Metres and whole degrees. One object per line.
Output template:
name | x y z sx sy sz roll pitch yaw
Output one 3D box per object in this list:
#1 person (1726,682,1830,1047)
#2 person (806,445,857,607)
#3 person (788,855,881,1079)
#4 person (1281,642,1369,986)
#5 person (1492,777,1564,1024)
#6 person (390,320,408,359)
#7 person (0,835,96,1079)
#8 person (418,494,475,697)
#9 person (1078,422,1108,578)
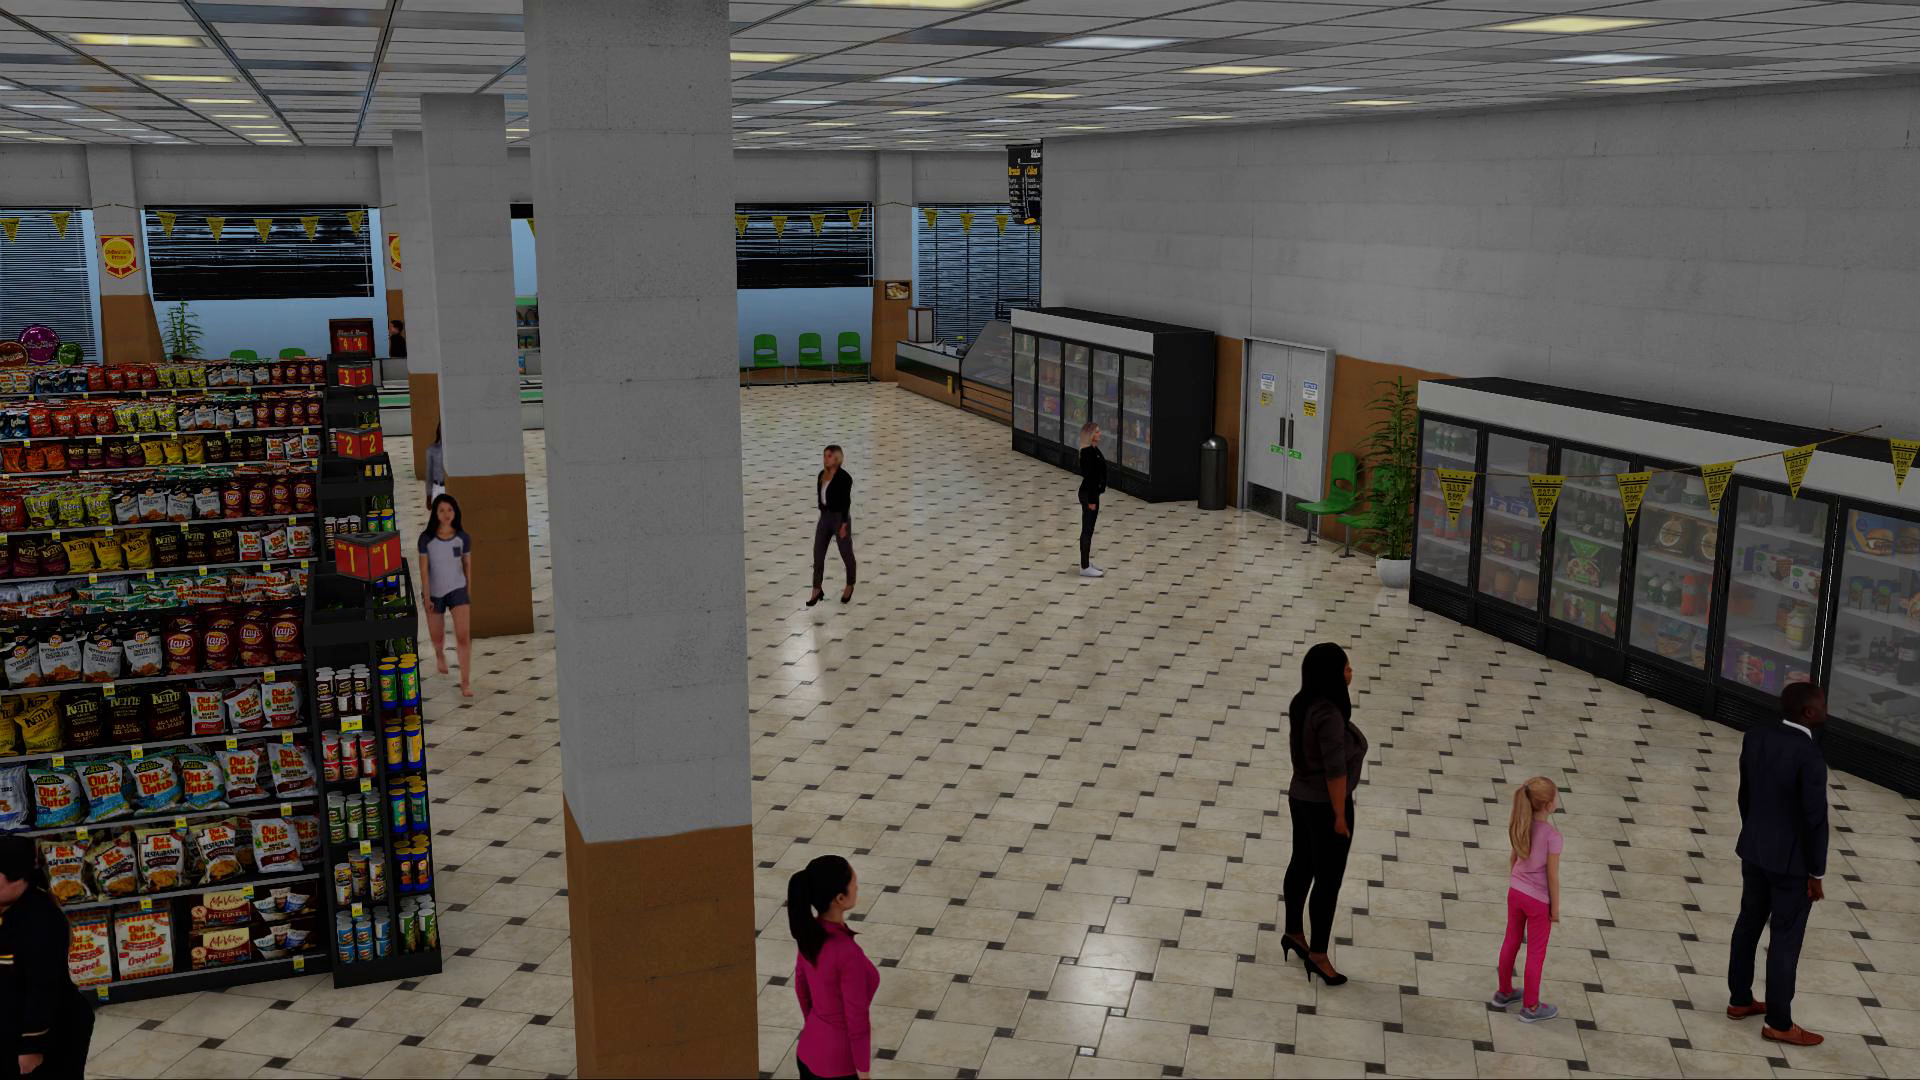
person | 4.085 1.579 8.282 0.621 1.824 0.724 -3 12 -12
person | -1.201 -0.147 16.907 0.884 1.645 0.996 8 14 34
person | -0.501 2.027 6.455 0.641 1.698 0.638 -8 14 -34
person | 1.913 1.443 8.884 0.623 1.841 0.666 -3 12 -13
person | 2.914 1.816 8.499 0.505 1.270 0.495 -6 13 -26
person | -10.224 -3.129 30.661 1.012 1.815 0.719 -5 13 -22
person | -3.696 1.977 6.795 0.964 1.656 1.035 8 14 32
person | -4.345 0.451 14.015 1.034 1.667 0.670 -5 13 -22
person | 1.414 -0.453 18.263 0.680 1.687 0.686 1 12 6
